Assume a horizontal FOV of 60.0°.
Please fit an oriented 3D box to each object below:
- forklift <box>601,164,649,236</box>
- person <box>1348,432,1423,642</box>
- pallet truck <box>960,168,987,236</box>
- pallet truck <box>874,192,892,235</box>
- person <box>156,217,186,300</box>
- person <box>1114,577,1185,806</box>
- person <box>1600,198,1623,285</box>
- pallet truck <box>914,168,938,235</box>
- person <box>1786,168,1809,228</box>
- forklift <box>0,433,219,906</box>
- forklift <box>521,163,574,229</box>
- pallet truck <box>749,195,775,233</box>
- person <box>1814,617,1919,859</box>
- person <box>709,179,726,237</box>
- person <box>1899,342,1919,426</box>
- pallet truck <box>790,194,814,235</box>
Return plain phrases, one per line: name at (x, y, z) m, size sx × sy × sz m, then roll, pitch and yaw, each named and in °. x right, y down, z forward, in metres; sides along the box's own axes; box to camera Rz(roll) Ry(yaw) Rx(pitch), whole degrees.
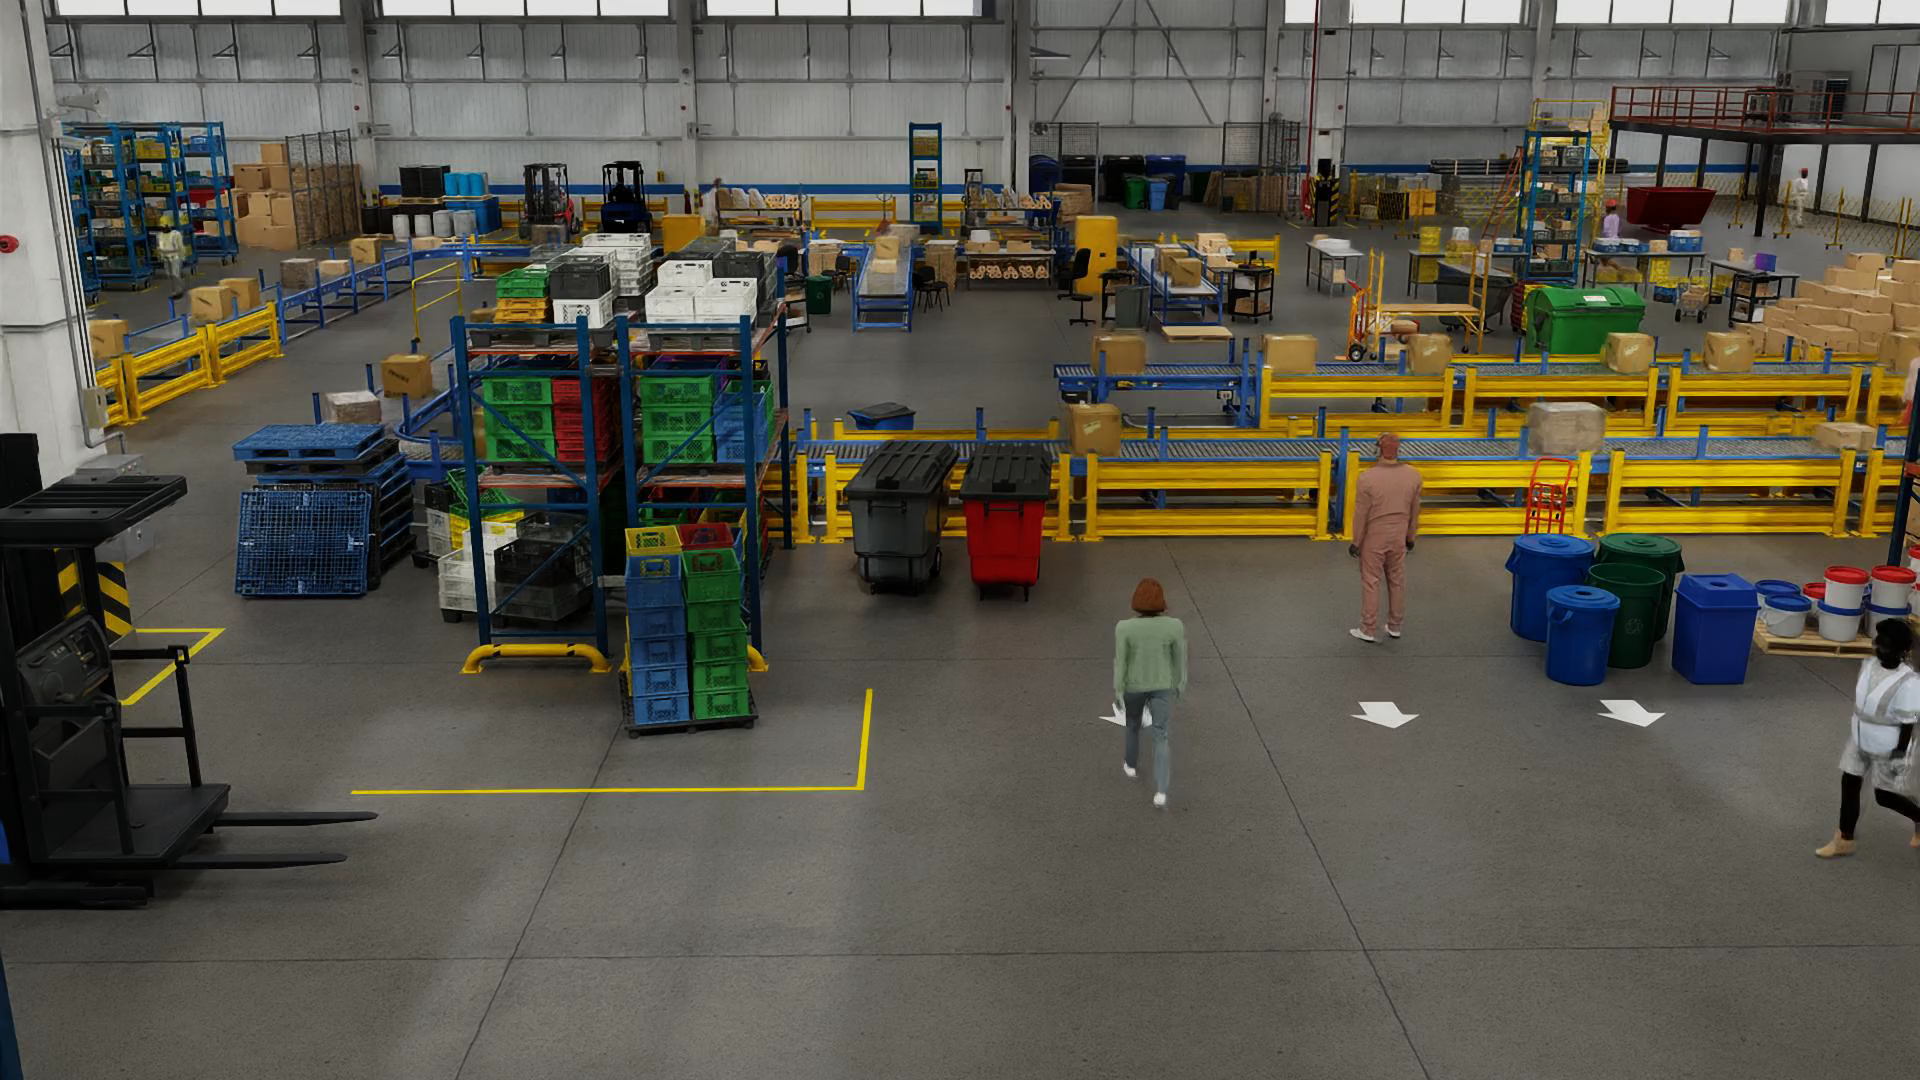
forklift at (-9.948, -10.127, 49.296) m, size 1.157 × 1.987 × 2.680 m, roll -1°, pitch 16°, yaw -3°
person at (3.783, -0.029, 14.916) m, size 0.652 × 1.904 × 0.403 m, roll -5°, pitch 17°, yaw -15°
pallet truck at (0.383, -10.230, 50.206) m, size 0.823 × 1.965 × 1.885 m, roll -1°, pitch 16°, yaw -3°
pallet truck at (-2.277, -9.986, 50.594) m, size 0.653 × 1.274 × 1.630 m, roll 0°, pitch 16°, yaw -1°
person at (-17.245, -6.130, 36.277) m, size 0.620 × 1.813 × 0.493 m, roll 2°, pitch 16°, yaw 7°
person at (1.336, 1.050, 11.739) m, size 0.514 × 1.596 × 0.869 m, roll 0°, pitch 16°, yaw -2°
person at (15.213, -6.919, 38.698) m, size 0.847 × 2.017 × 0.612 m, roll 12°, pitch 20°, yaw 36°
pallet truck at (-0.989, -10.316, 50.507) m, size 0.823 × 1.965 × 1.885 m, roll 1°, pitch 16°, yaw 3°
person at (26.338, -10.743, 52.237) m, size 0.584 × 1.865 × 0.741 m, roll -9°, pitch 18°, yaw -29°
forklift at (-5.952, 0.780, 10.366) m, size 1.873 × 2.768 × 1.129 m, roll 0°, pitch 16°, yaw -1°
forklift at (-12.233, -10.122, 49.298) m, size 1.157 × 1.987 × 2.680 m, roll 0°, pitch 16°, yaw -1°
pallet truck at (-6.051, -9.967, 50.660) m, size 0.680 × 1.201 × 1.601 m, roll 0°, pitch 16°, yaw -1°
person at (6.003, 1.295, 10.734) m, size 0.688 × 1.676 × 0.532 m, roll -3°, pitch 16°, yaw -9°
person at (-6.780, -9.296, 47.186) m, size 0.880 × 1.875 × 0.663 m, roll -12°, pitch 20°, yaw -35°
person at (12.258, -1.778, 21.352) m, size 0.918 × 1.730 × 0.538 m, roll 2°, pitch 16°, yaw 6°
pallet truck at (-4.814, -9.883, 50.259) m, size 0.704 × 1.261 × 1.522 m, roll -1°, pitch 16°, yaw -3°
